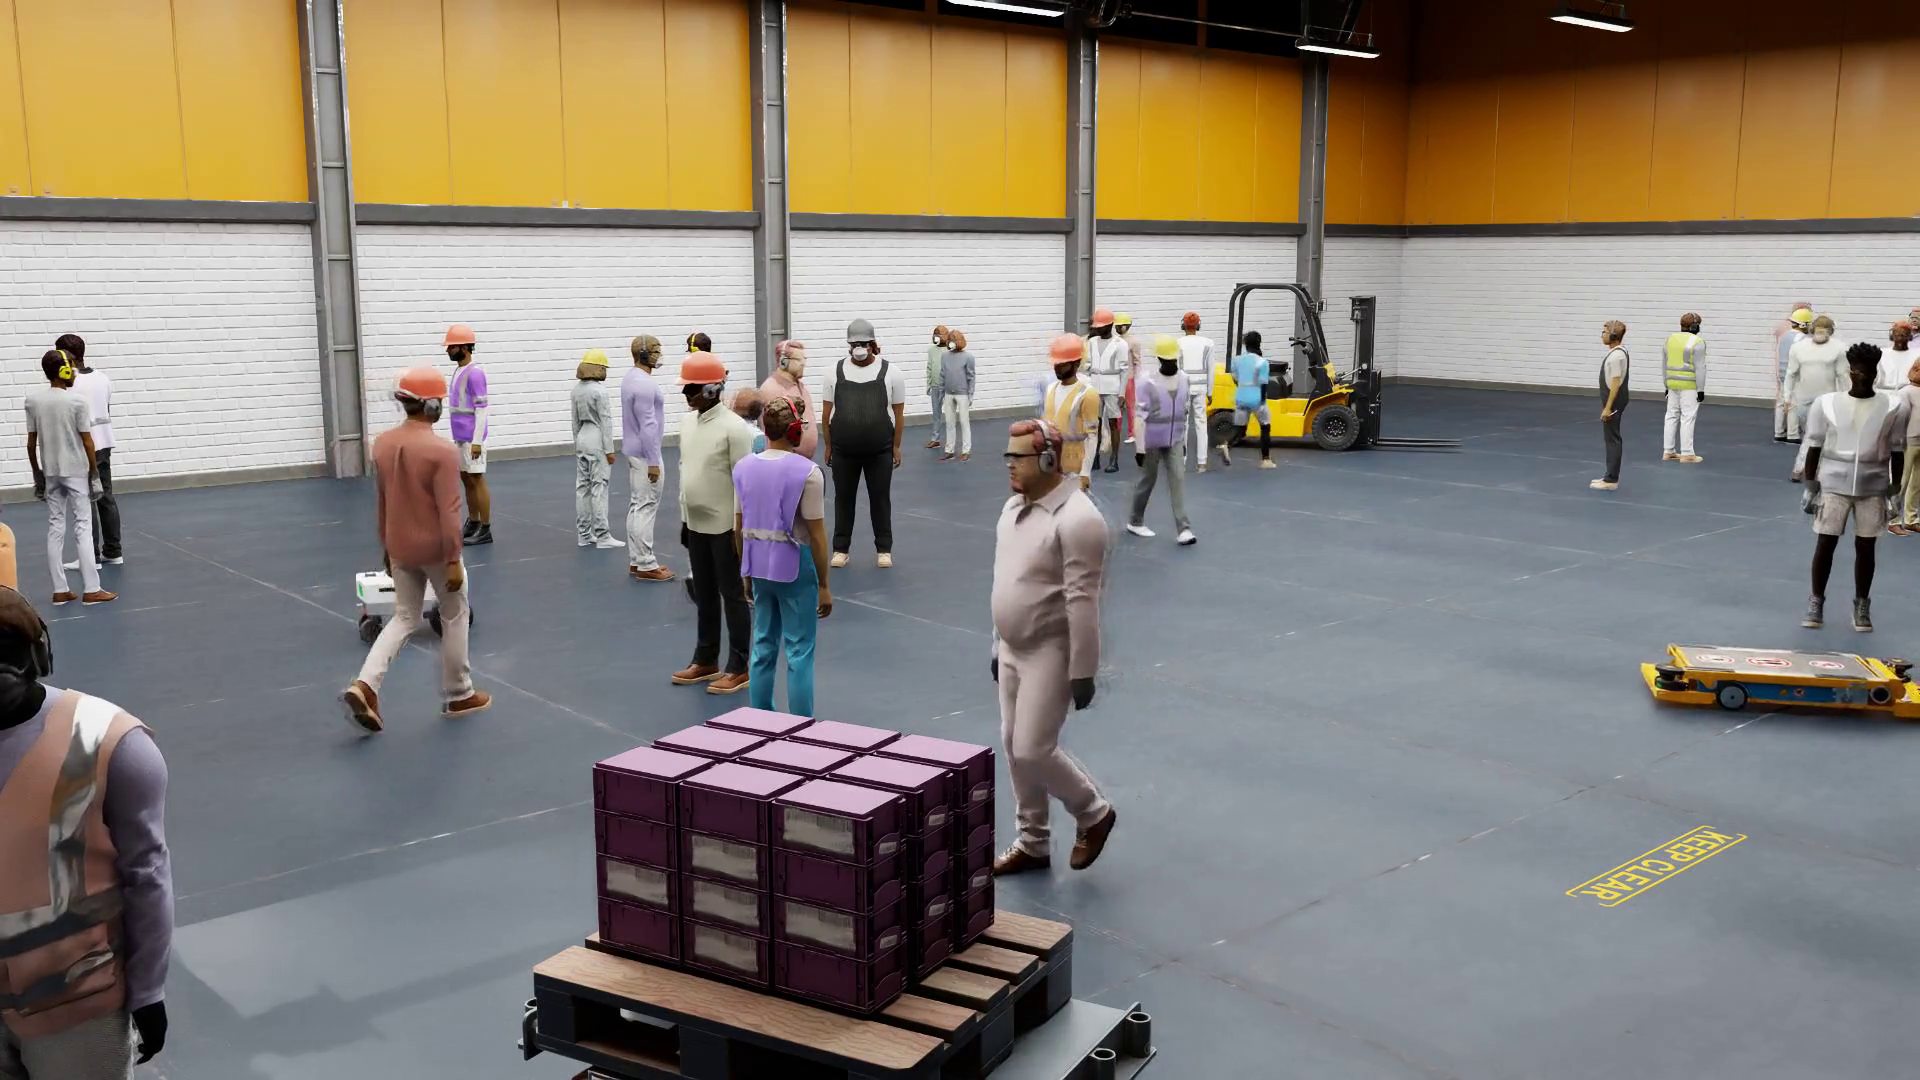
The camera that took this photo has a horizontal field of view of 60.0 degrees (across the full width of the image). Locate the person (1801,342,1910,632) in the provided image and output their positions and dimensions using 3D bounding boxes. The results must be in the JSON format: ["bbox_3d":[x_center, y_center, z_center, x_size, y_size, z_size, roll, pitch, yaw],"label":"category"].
[{"bbox_3d":[6.039,-0.358,11.254,0.612,1.962,0.366,5,11,26],"label":"person"}]

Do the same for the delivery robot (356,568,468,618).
[{"bbox_3d":[-3.669,0.321,11.131,0.707,0.478,0.477,-4,10,-20],"label":"delivery robot"}]

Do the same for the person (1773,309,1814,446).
[{"bbox_3d":[11.221,-2.186,22.346,0.403,1.831,0.597,-1,10,-8],"label":"person"}]

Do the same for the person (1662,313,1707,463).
[{"bbox_3d":[8.950,-1.877,20.510,0.429,1.842,0.636,-4,10,-20],"label":"person"}]

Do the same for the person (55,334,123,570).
[{"bbox_3d":[-7.080,-0.710,13.490,0.397,1.911,0.587,1,10,8],"label":"person"}]

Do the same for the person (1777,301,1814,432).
[{"bbox_3d":[12.056,-2.474,23.900,0.647,1.885,0.654,-4,11,-24],"label":"person"}]

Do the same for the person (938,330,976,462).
[{"bbox_3d":[-0.044,-1.785,20.584,0.507,1.631,0.268,6,11,32],"label":"person"}]

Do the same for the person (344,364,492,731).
[{"bbox_3d":[-2.922,0.044,8.909,0.624,1.967,0.851,5,11,26],"label":"person"}]

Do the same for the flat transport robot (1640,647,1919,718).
[{"bbox_3d":[4.695,0.790,9.486,1.431,0.197,0.652,3,10,14],"label":"flat transport robot"}]

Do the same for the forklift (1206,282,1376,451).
[{"bbox_3d":[4.328,-2.346,22.227,2.313,2.155,1.214,3,10,16],"label":"forklift"}]

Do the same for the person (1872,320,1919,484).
[{"bbox_3d":[10.098,-1.449,17.973,0.579,1.861,0.780,6,11,31],"label":"person"}]

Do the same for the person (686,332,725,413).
[{"bbox_3d":[-2.272,-0.905,14.759,0.329,1.865,0.514,5,11,26],"label":"person"}]

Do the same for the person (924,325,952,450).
[{"bbox_3d":[-0.236,-2.003,21.856,0.499,1.633,0.289,7,12,36],"label":"person"}]

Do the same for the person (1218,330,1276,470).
[{"bbox_3d":[3.401,-1.642,19.665,0.715,1.671,0.537,-9,13,-41],"label":"person"}]

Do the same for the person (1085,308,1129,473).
[{"bbox_3d":[1.696,-1.751,19.526,0.543,1.926,0.383,7,12,34],"label":"person"}]

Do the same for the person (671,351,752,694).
[{"bbox_3d":[-1.443,-0.102,9.678,0.392,1.991,0.612,-9,13,-44],"label":"person"}]

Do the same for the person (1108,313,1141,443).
[{"bbox_3d":[2.204,-2.193,22.582,0.535,1.767,0.317,9,13,42],"label":"person"}]

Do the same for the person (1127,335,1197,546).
[{"bbox_3d":[1.798,-0.890,14.712,0.649,1.854,0.997,-5,11,-28],"label":"person"}]

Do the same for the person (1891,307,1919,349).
[{"bbox_3d":[11.847,-1.942,20.704,0.410,1.909,0.643,-9,13,-43],"label":"person"}]

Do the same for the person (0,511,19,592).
[{"bbox_3d":[-4.201,0.498,7.204,0.315,1.636,0.515,-2,10,-12],"label":"person"}]

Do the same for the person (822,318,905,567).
[{"bbox_3d":[-0.791,-0.783,13.526,0.682,2.000,0.537,0,10,1],"label":"person"}]

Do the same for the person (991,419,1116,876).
[{"bbox_3d":[0.329,0.452,6.731,0.464,1.888,0.664,-5,11,-27],"label":"person"}]

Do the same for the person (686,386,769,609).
[{"bbox_3d":[-1.620,-0.279,11.791,0.589,1.618,0.558,-8,13,-40],"label":"person"}]

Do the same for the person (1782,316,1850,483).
[{"bbox_3d":[9.680,-1.598,18.810,0.651,1.875,1.041,10,14,44],"label":"person"}]

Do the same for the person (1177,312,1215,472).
[{"bbox_3d":[2.705,-1.732,19.541,0.572,1.883,0.358,-1,10,-4],"label":"person"}]

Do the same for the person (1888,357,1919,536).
[{"bbox_3d":[8.707,-0.854,15.134,0.502,1.633,0.280,-4,11,-23],"label":"person"}]

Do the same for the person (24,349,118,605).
[{"bbox_3d":[-6.492,-0.450,12.095,0.519,1.865,0.331,1,10,5],"label":"person"}]

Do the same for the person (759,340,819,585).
[{"bbox_3d":[-1.277,-0.559,12.605,0.409,1.909,0.639,3,10,17],"label":"person"}]

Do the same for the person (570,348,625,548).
[{"bbox_3d":[-3.172,-0.798,14.507,0.483,1.735,0.313,8,13,40],"label":"person"}]

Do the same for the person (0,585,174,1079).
[{"bbox_3d":[-2.061,1.002,3.643,0.633,1.846,0.429,-1,10,-8],"label":"person"}]

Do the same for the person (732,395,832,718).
[{"bbox_3d":[-0.888,0.203,8.320,0.563,1.847,0.390,6,12,33],"label":"person"}]

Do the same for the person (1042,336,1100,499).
[{"bbox_3d":[0.795,-0.566,12.560,0.359,1.936,0.544,-9,13,-42],"label":"person"}]

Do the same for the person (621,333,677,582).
[{"bbox_3d":[-2.450,-0.641,12.989,0.357,1.938,0.637,-4,10,-20],"label":"person"}]

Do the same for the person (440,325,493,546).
[{"bbox_3d":[-4.345,-0.919,14.623,0.357,1.936,0.551,-7,12,-35],"label":"person"}]

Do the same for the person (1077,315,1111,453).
[{"bbox_3d":[1.729,-1.940,20.982,0.620,1.818,0.848,7,12,36],"label":"person"}]

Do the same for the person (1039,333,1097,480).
[{"bbox_3d":[0.908,-0.826,14.262,0.535,1.900,0.978,4,10,22],"label":"person"}]

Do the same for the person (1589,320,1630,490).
[{"bbox_3d":[7.072,-1.461,18.067,0.343,1.845,0.518,5,11,27],"label":"person"}]
